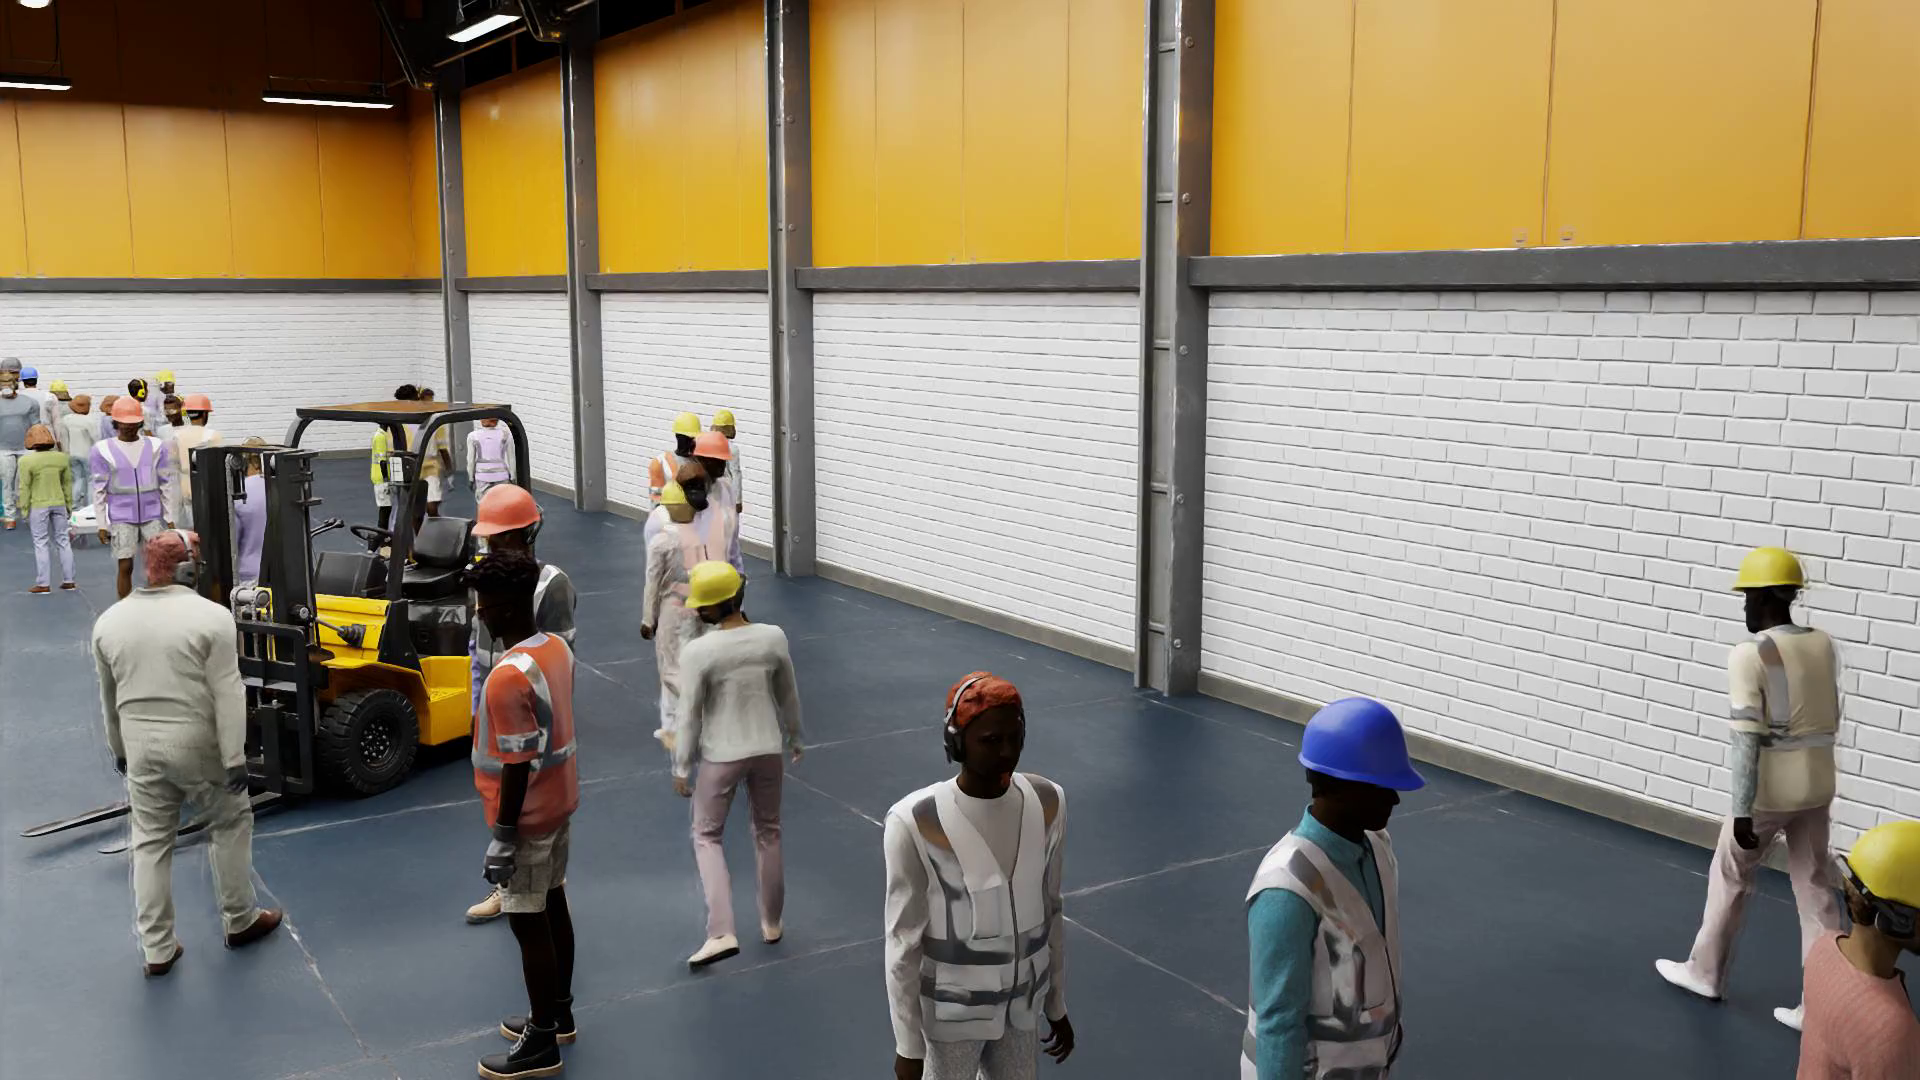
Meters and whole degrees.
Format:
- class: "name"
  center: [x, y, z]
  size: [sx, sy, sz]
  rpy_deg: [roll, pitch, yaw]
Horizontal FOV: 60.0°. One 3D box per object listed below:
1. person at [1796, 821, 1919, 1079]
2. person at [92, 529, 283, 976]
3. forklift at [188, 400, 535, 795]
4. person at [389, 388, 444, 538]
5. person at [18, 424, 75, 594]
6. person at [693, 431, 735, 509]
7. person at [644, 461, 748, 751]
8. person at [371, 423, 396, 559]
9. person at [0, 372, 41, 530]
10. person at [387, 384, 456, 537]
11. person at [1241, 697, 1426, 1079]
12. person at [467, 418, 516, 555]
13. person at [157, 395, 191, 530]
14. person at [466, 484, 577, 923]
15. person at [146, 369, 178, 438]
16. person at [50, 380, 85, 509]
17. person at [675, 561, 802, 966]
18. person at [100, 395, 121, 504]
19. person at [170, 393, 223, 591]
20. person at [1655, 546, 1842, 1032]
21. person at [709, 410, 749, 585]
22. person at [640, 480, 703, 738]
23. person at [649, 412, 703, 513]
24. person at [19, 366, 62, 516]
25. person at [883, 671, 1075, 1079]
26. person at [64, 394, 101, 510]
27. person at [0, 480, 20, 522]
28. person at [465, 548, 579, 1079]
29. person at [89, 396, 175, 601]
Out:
- class: "person"
  center: [1.995, 1.468, 3.680]
  size: [0.343, 1.755, 0.531]
  rpy_deg: [2, 9, 13]
- class: "person"
  center: [-3.311, 0.880, 7.195]
  size: [0.690, 1.885, 0.710]
  rpy_deg: [1, 8, 6]
- class: "forklift"
  center: [-3.529, 0.258, 10.348]
  size: [1.214, 2.155, 2.313]
  rpy_deg: [4, 9, 25]
- class: "person"
  center: [-6.150, -0.828, 18.950]
  size: [0.977, 1.819, 0.531]
  rpy_deg: [1, 9, 10]
- class: "person"
  center: [-8.787, -0.298, 16.005]
  size: [0.271, 1.627, 0.502]
  rpy_deg: [5, 10, 31]
- class: "person"
  center: [-1.750, 0.197, 11.641]
  size: [0.412, 1.926, 0.555]
  rpy_deg: [6, 10, 35]
- class: "person"
  center: [-1.654, 0.417, 10.494]
  size: [0.633, 1.846, 0.429]
  rpy_deg: [-5, 10, -30]
- class: "person"
  center: [-6.234, -0.644, 18.090]
  size: [0.317, 1.699, 0.537]
  rpy_deg: [-2, 9, -15]
- class: "person"
  center: [-11.524, -1.080, 20.269]
  size: [0.637, 1.930, 0.373]
  rpy_deg: [-5, 10, -30]
- class: "person"
  center: [-5.699, -0.679, 17.564]
  size: [0.685, 1.925, 0.711]
  rpy_deg: [-1, 9, -8]
- class: "person"
  center: [0.893, 1.324, 4.045]
  size: [0.418, 1.939, 0.602]
  rpy_deg: [6, 10, 34]
- class: "person"
  center: [-5.157, -0.649, 18.334]
  size: [0.525, 1.637, 0.307]
  rpy_deg: [-2, 9, -16]
- class: "person"
  center: [-7.934, -0.558, 16.985]
  size: [0.510, 1.861, 0.324]
  rpy_deg: [1, 8, 4]
- class: "person"
  center: [-1.997, 0.758, 7.499]
  size: [0.607, 2.041, 0.377]
  rpy_deg: [5, 10, 31]
- class: "person"
  center: [-11.500, -1.559, 23.946]
  size: [0.843, 1.805, 0.604]
  rpy_deg: [2, 9, 11]
- class: "person"
  center: [-11.919, -1.255, 22.091]
  size: [0.322, 1.736, 0.485]
  rpy_deg: [5, 10, 30]
- class: "person"
  center: [-0.903, 0.951, 7.223]
  size: [0.675, 1.746, 0.458]
  rpy_deg: [-5, 10, -32]
- class: "person"
  center: [-10.525, -0.979, 20.579]
  size: [0.405, 1.632, 0.663]
  rpy_deg: [-7, 11, -40]
- class: "person"
  center: [-7.322, -0.463, 16.117]
  size: [0.561, 1.921, 0.433]
  rpy_deg: [1, 9, 10]
- class: "person"
  center: [3.205, 0.974, 6.596]
  size: [0.602, 1.876, 0.859]
  rpy_deg: [-3, 9, -21]
- class: "person"
  center: [-2.323, -0.410, 16.366]
  size: [0.489, 1.743, 0.323]
  rpy_deg: [6, 10, 36]
- class: "person"
  center: [-1.723, 0.481, 10.446]
  size: [0.733, 1.712, 0.484]
  rpy_deg: [7, 11, 38]
- class: "person"
  center: [-2.246, -0.084, 13.596]
  size: [0.597, 1.916, 0.409]
  rpy_deg: [-6, 10, -36]
- class: "person"
  center: [-11.999, -1.281, 21.595]
  size: [0.611, 1.939, 0.417]
  rpy_deg: [-5, 10, -31]
- class: "person"
  center: [0.060, 1.284, 4.482]
  size: [0.576, 1.883, 0.352]
  rpy_deg: [-6, 10, -35]
- class: "person"
  center: [-11.133, -1.059, 21.190]
  size: [0.534, 1.605, 0.363]
  rpy_deg: [3, 9, 18]
- class: "person"
  center: [-12.148, -1.072, 20.622]
  size: [0.529, 1.811, 0.814]
  rpy_deg: [5, 10, 28]
- class: "person"
  center: [-1.607, 0.998, 6.144]
  size: [0.366, 1.961, 0.603]
  rpy_deg: [0, 8, 2]
- class: "person"
  center: [-6.910, -0.189, 13.934]
  size: [0.611, 2.030, 0.410]
  rpy_deg: [-7, 11, -39]
